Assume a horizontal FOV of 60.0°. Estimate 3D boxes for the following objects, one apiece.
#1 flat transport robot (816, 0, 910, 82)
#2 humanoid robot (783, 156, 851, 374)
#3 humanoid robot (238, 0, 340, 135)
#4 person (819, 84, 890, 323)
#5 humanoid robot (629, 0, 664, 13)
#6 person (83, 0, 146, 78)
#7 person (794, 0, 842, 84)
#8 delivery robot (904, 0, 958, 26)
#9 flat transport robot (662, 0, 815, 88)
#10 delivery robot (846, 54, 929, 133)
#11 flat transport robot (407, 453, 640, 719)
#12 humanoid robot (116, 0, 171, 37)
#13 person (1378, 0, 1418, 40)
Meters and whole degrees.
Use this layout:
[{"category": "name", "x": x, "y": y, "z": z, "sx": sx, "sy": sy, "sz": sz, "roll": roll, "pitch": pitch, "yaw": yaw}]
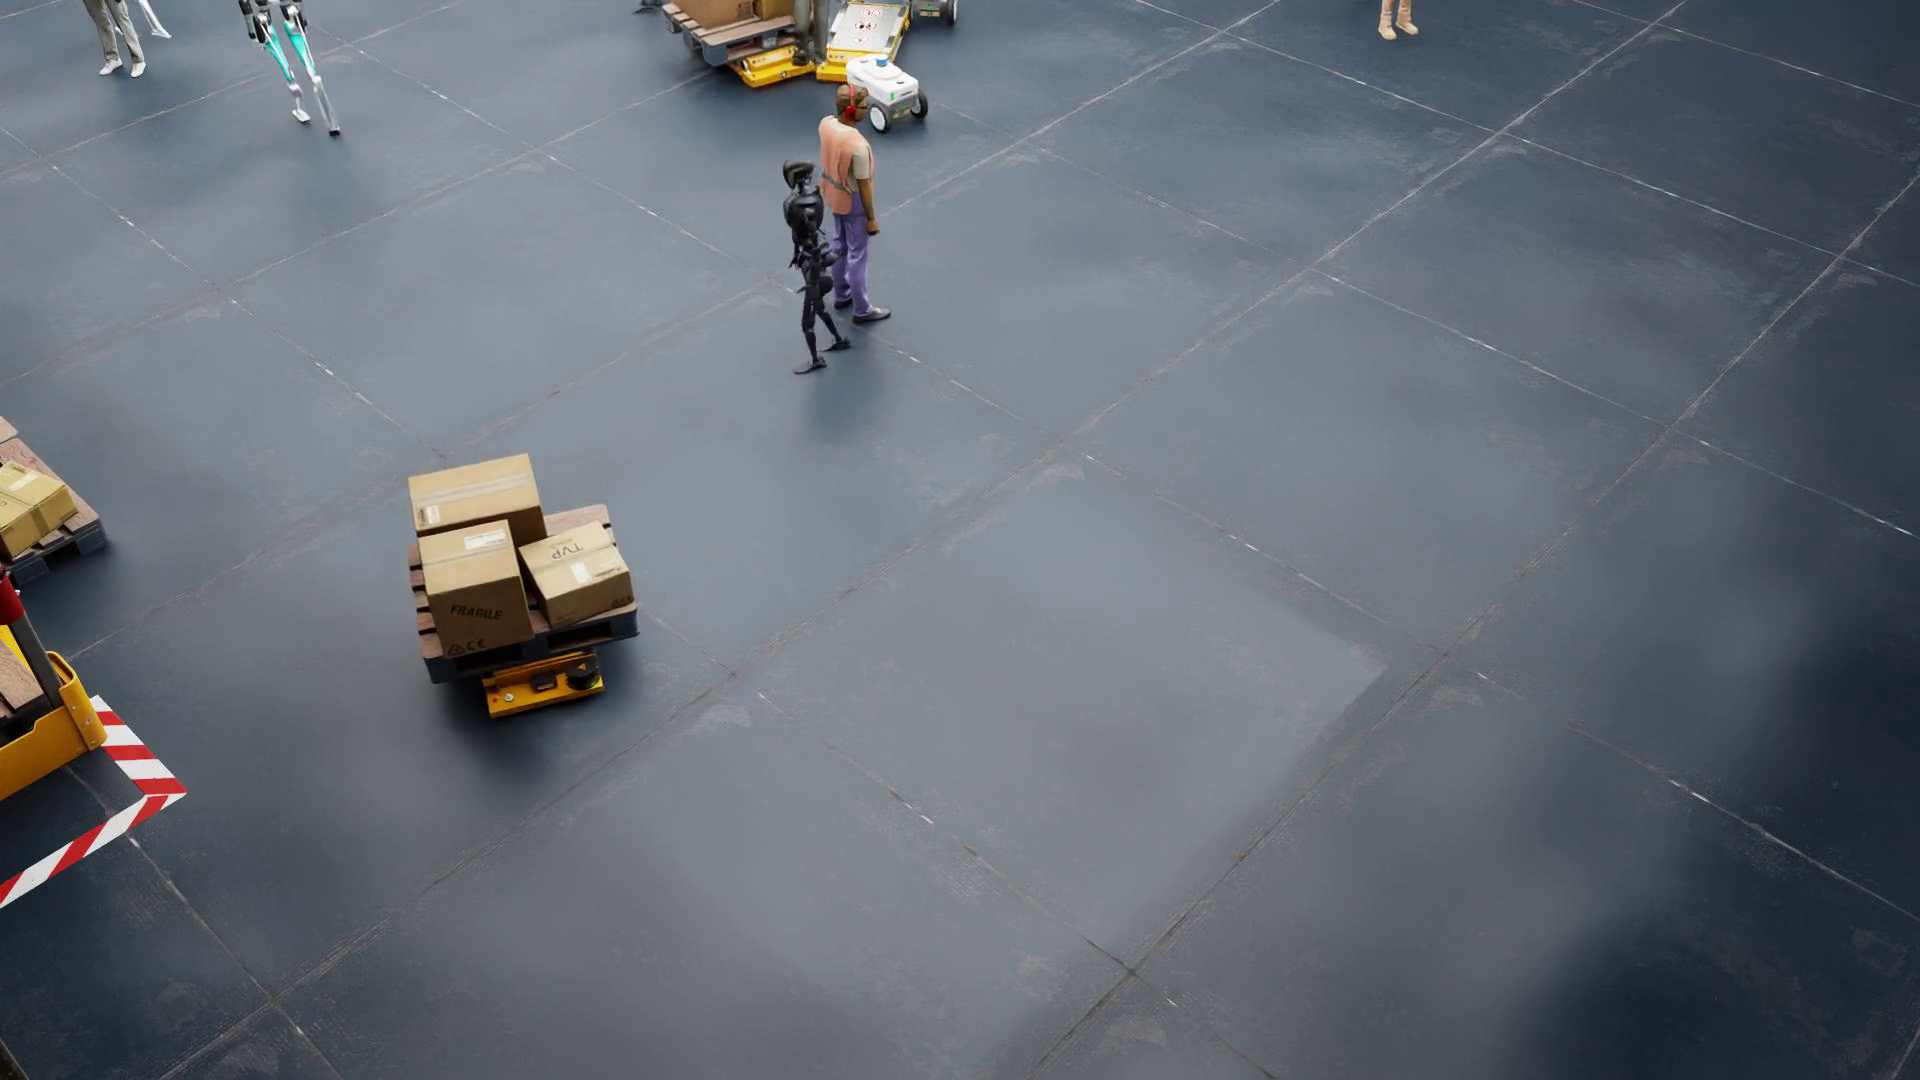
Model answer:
[{"category": "flat transport robot", "x": -0.901, "y": -4.750, "z": 15.806, "sx": 0.659, "sy": 0.231, "sz": 1.431, "roll": 6, "pitch": 42, "yaw": 6}, {"category": "humanoid robot", "x": -1.015, "y": -1.945, "z": 11.653, "sx": 0.509, "sy": 1.656, "sz": 0.584, "roll": -13, "pitch": 44, "yaw": -14}, {"category": "humanoid robot", "x": -5.727, "y": -4.277, "z": 14.250, "sx": 0.550, "sy": 1.878, "sz": 0.807, "roll": -29, "pitch": 49, "yaw": -28}, {"category": "person", "x": -0.801, "y": -2.425, "z": 12.049, "sx": 0.388, "sy": 1.837, "sz": 0.564, "roll": -24, "pitch": 47, "yaw": -24}, {"category": "humanoid robot", "x": -3.134, "y": -5.931, "z": 16.061, "sx": 0.327, "sy": 1.647, "sz": 0.583, "roll": 4, "pitch": 42, "yaw": 5}, {"category": "person", "x": -7.811, "y": -5.009, "z": 15.065, "sx": 0.513, "sy": 1.643, "sz": 0.306, "roll": 7, "pitch": 42, "yaw": 7}, {"category": "person", "x": -1.326, "y": -5.012, "z": 14.931, "sx": 0.564, "sy": 1.828, "sz": 0.447, "roll": -7, "pitch": 42, "yaw": -7}, {"category": "delivery robot", "x": -0.261, "y": -5.409, "z": 16.319, "sx": 0.525, "sy": 0.587, "sz": 0.750, "roll": 3, "pitch": 42, "yaw": 4}, {"category": "flat transport robot", "x": -2.020, "y": -4.712, "z": 15.763, "sx": 0.659, "sy": 0.231, "sz": 1.431, "roll": -24, "pitch": 47, "yaw": -24}, {"category": "delivery robot", "x": -0.669, "y": -3.993, "z": 14.760, "sx": 0.499, "sy": 0.607, "sz": 0.778, "roll": -29, "pitch": 50, "yaw": -29}, {"category": "flat transport robot", "x": -2.604, "y": 0.449, "z": 10.026, "sx": 0.659, "sy": 0.231, "sz": 1.431, "roll": -13, "pitch": 44, "yaw": -14}, {"category": "humanoid robot", "x": -7.961, "y": -5.553, "z": 15.595, "sx": 0.830, "sy": 1.762, "sz": 0.533, "roll": 18, "pitch": 45, "yaw": 19}, {"category": "person", "x": 4.265, "y": -5.594, "z": 15.640, "sx": 0.492, "sy": 1.742, "sz": 0.303, "roll": -19, "pitch": 45, "yaw": -20}]
